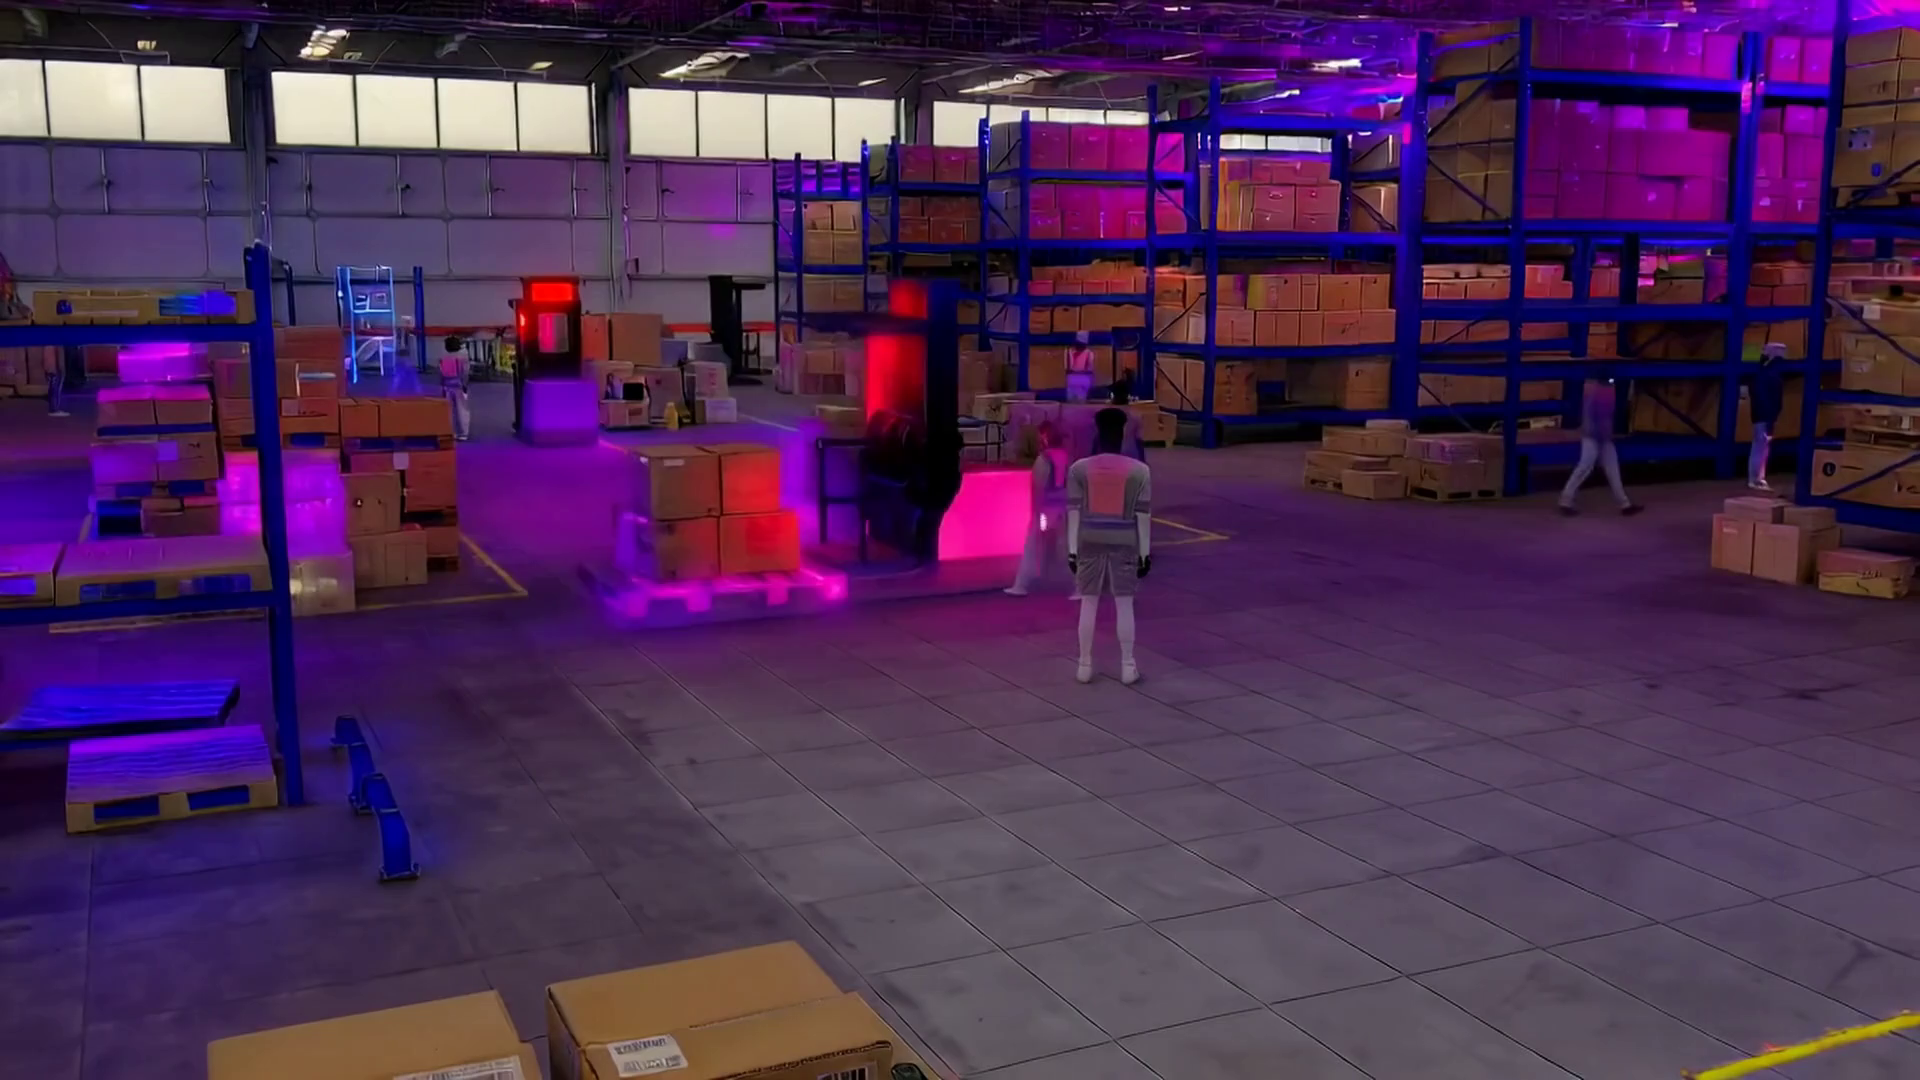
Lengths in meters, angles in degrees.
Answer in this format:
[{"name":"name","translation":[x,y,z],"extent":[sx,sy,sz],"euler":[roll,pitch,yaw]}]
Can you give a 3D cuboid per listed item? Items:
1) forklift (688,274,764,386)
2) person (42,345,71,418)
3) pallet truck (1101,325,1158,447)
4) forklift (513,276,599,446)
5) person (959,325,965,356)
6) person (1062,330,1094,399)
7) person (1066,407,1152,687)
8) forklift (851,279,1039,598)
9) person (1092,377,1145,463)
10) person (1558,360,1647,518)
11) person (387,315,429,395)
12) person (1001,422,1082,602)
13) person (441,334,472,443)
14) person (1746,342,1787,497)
[{"name":"forklift","translation":[-6.019,-5.272,41.798],"extent":[1.873,2.768,1.129],"euler":[-4,10,-25]},{"name":"person","translation":[-18.007,-3.390,33.093],"extent":[0.362,1.929,0.629],"euler":[-1,9,-9]},{"name":"pallet truck","translation":[2.881,-2.596,27.923],"extent":[0.823,1.965,1.885],"euler":[-1,9,-7]},{"name":"forklift","translation":[-6.864,-3.059,28.064],"extent":[1.129,2.768,1.873],"euler":[-4,10,-25]},{"name":"person","translation":[-0.057,-4.032,37.792],"extent":[0.382,1.683,0.548],"euler":[-2,9,-15]},{"name":"person","translation":[2.007,-2.686,28.797],"extent":[0.593,1.894,0.613],"euler":[4,10,24]},{"name":"person","translation":[1.040,0.051,11.642],"extent":[0.604,1.957,0.386],"euler":[2,9,13]},{"name":"forklift","translation":[-0.300,-0.995,15.260],"extent":[1.873,2.768,1.129],"euler":[-4,10,-25]},{"name":"person","translation":[1.589,-0.691,16.571],"extent":[0.544,1.849,0.430],"euler":[4,10,21]},{"name":"person","translation":[7.538,-1.177,19.547],"extent":[1.004,1.869,0.649],"euler":[8,12,39]},{"name":"person","translation":[-13.069,-4.351,39.152],"extent":[0.958,1.898,0.544],"euler":[-9,13,-44]},{"name":"person","translation":[0.796,-0.248,14.619],"extent":[0.881,1.590,0.532],"euler":[6,11,34]},{"name":"person","translation":[-8.563,-2.571,28.262],"extent":[0.624,1.841,0.430],"euler":[6,11,33]},{"name":"person","translation":[10.434,-1.563,21.518],"extent":[0.375,1.997,0.611],"euler":[2,9,11]}]
